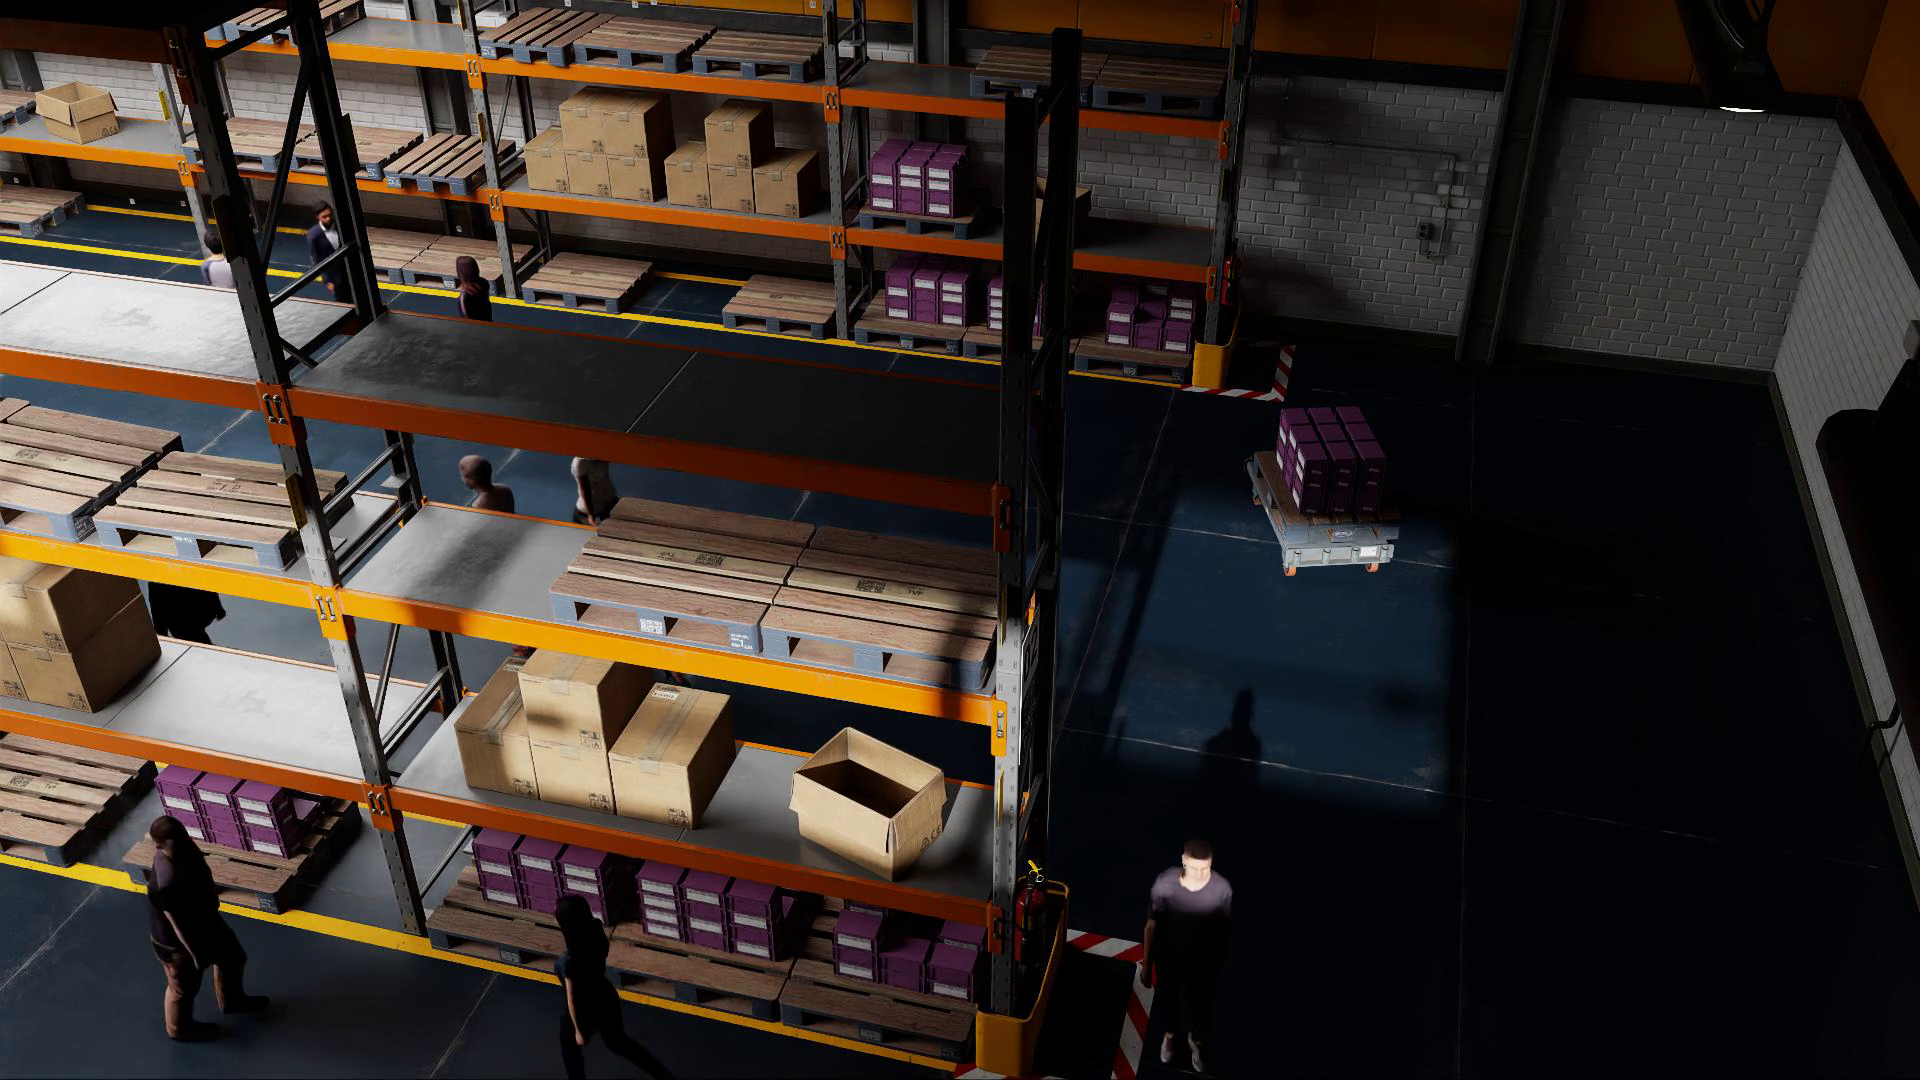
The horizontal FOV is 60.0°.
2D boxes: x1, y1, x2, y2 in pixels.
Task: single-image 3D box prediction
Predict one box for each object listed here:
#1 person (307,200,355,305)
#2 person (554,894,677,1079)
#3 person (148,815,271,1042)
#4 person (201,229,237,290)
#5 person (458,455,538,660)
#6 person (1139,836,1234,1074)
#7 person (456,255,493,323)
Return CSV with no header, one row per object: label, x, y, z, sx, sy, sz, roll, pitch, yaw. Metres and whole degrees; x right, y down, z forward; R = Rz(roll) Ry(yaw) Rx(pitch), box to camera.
person,-6.625,-2.836,17.659,0.780,1.692,0.823,-25,41,-33
person,-1.986,2.665,9.369,1.044,1.707,0.593,10,35,15
person,-4.659,2.290,9.848,0.908,1.801,0.818,-7,34,-10
person,-7.560,-2.470,17.225,0.663,1.562,0.708,-22,40,-30
person,-3.468,0.194,12.967,0.751,1.839,0.759,12,35,17
person,1.321,2.358,9.788,0.571,1.754,0.745,5,34,7
person,-4.811,-2.086,16.607,0.509,1.608,0.580,9,35,13
